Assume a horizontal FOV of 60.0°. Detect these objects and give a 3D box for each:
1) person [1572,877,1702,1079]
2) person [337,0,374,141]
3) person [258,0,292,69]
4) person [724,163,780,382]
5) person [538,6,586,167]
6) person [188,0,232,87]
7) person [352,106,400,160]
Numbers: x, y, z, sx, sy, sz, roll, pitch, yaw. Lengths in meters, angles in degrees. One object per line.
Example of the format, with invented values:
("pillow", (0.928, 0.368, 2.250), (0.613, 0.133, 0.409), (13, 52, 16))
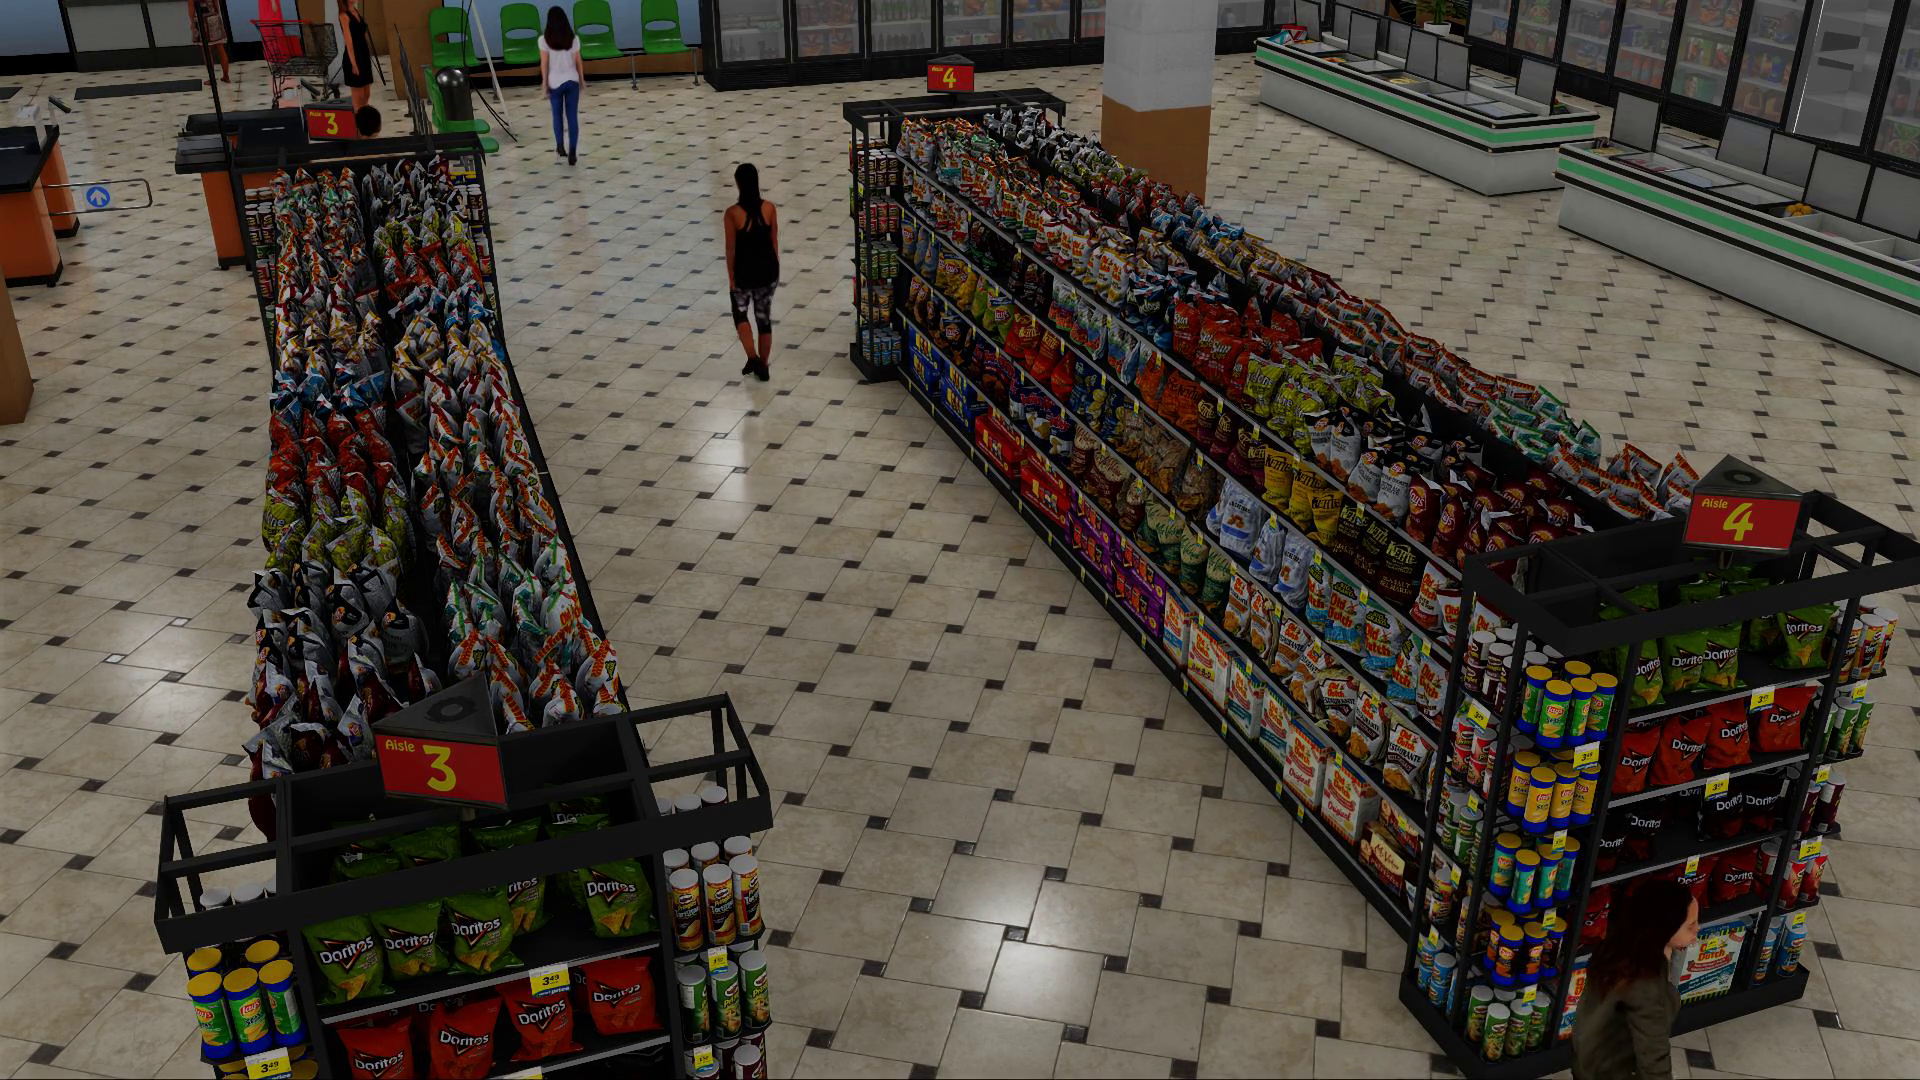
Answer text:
("person", (2.015, 1.683, 5.336), (0.963, 1.445, 0.907), (12, 29, 22))
("person", (-6.789, -5.337, 18.749), (0.714, 1.834, 0.586), (1, 27, 2))
("person", (-9.495, -7.371, 22.882), (0.700, 1.725, 0.538), (-13, 30, -24))
("person", (-1.487, -1.949, 12.268), (0.593, 1.654, 0.600), (-12, 29, -22))
("person", (-4.294, -4.883, 18.047), (0.669, 1.660, 0.913), (-6, 28, -12))
("person", (-9.961, -6.864, 21.969), (0.741, 1.645, 0.723), (17, 31, 30))
("person", (-4.854, -2.757, 13.905), (0.907, 1.613, 1.109), (4, 27, 7))
